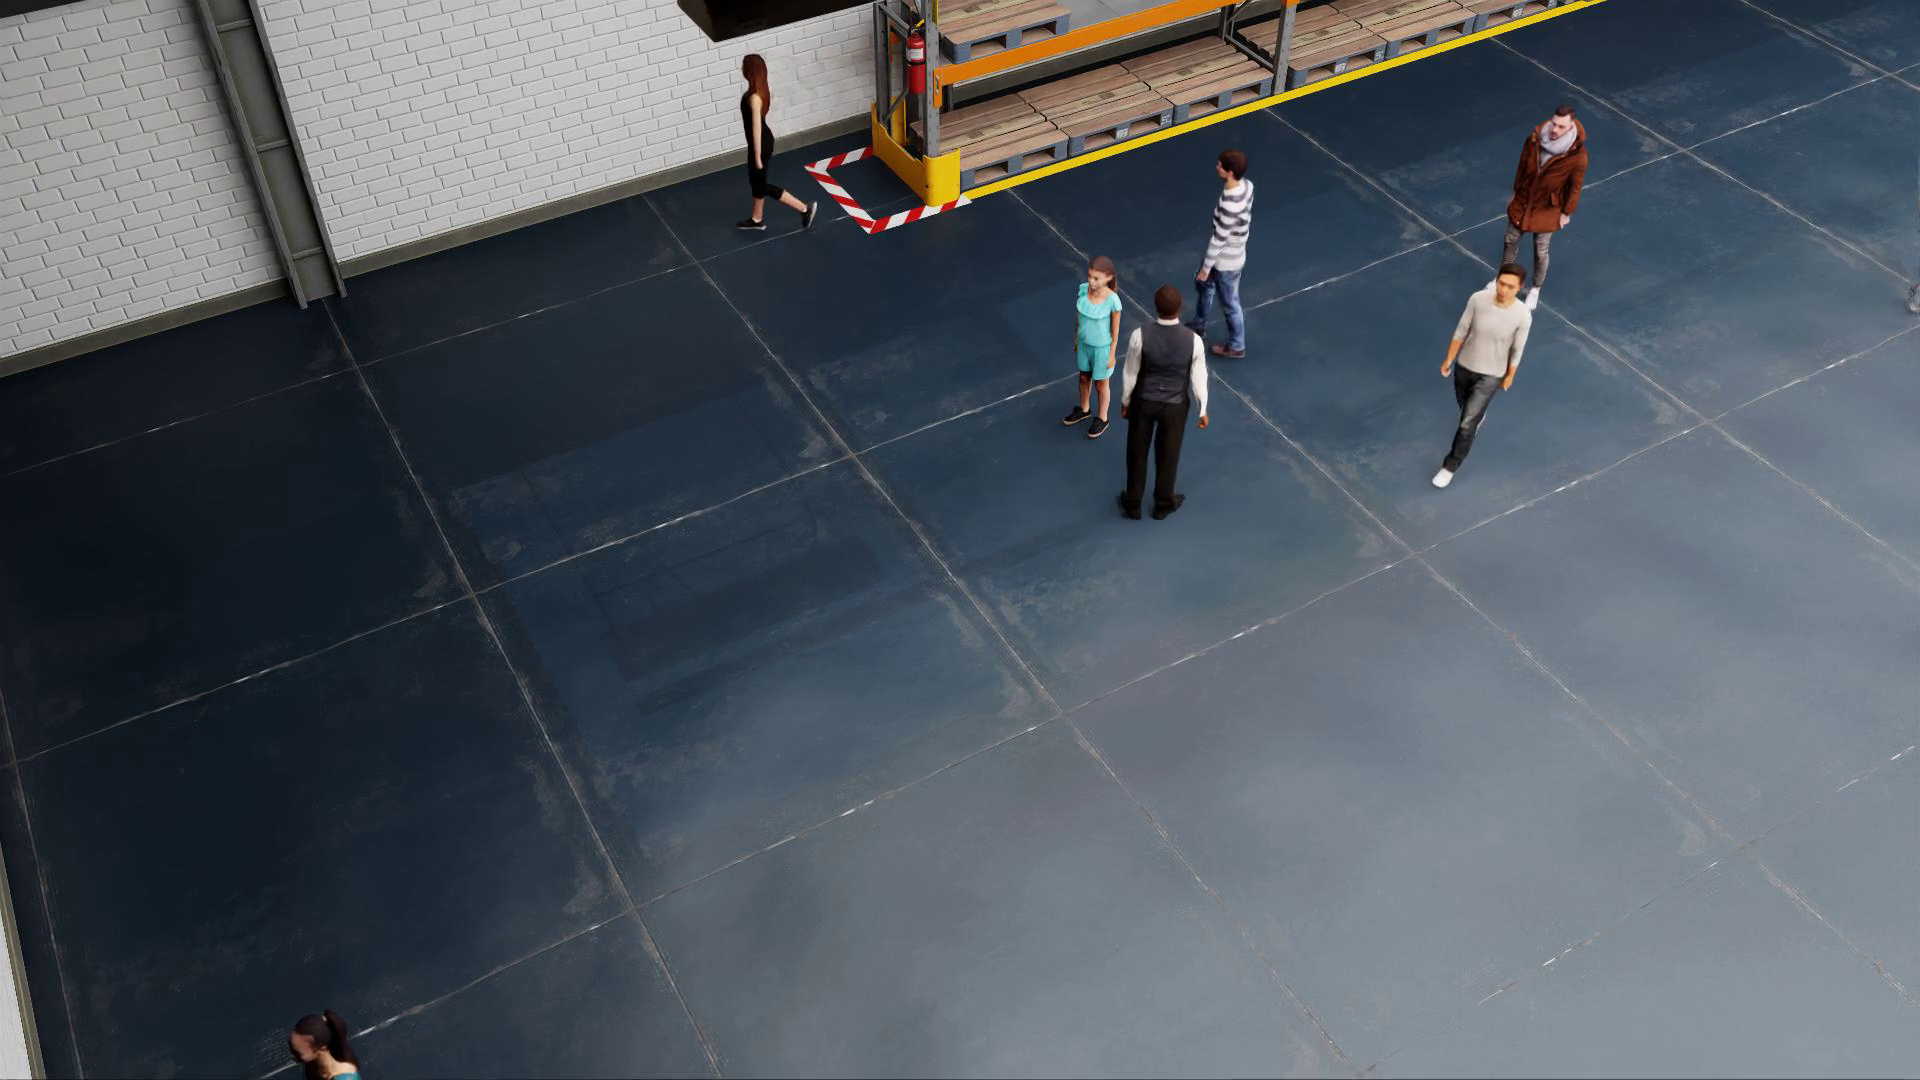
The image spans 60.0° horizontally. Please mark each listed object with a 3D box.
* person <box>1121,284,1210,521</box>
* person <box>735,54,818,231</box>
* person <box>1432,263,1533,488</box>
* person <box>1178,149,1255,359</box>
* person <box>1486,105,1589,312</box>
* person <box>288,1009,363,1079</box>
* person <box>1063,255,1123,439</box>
[{"bbox_3d":[1.394,-0.934,11.661,0.857,1.915,0.939,9,44,9],"label":"person"},{"bbox_3d":[-1.650,-3.396,14.395,1.071,1.708,0.903,2,44,2],"label":"person"},{"bbox_3d":[3.830,-1.302,12.139,0.887,1.787,1.194,31,52,29],"label":"person"},{"bbox_3d":[2.191,-2.205,13.058,1.011,1.827,0.960,12,45,12],"label":"person"},{"bbox_3d":[4.749,-2.753,13.631,0.787,1.830,0.761,34,53,31],"label":"person"},{"bbox_3d":[-2.856,2.733,7.983,0.628,1.679,0.658,33,52,30],"label":"person"},{"bbox_3d":[1.023,-1.467,12.478,0.606,1.558,0.611,33,53,30],"label":"person"}]
